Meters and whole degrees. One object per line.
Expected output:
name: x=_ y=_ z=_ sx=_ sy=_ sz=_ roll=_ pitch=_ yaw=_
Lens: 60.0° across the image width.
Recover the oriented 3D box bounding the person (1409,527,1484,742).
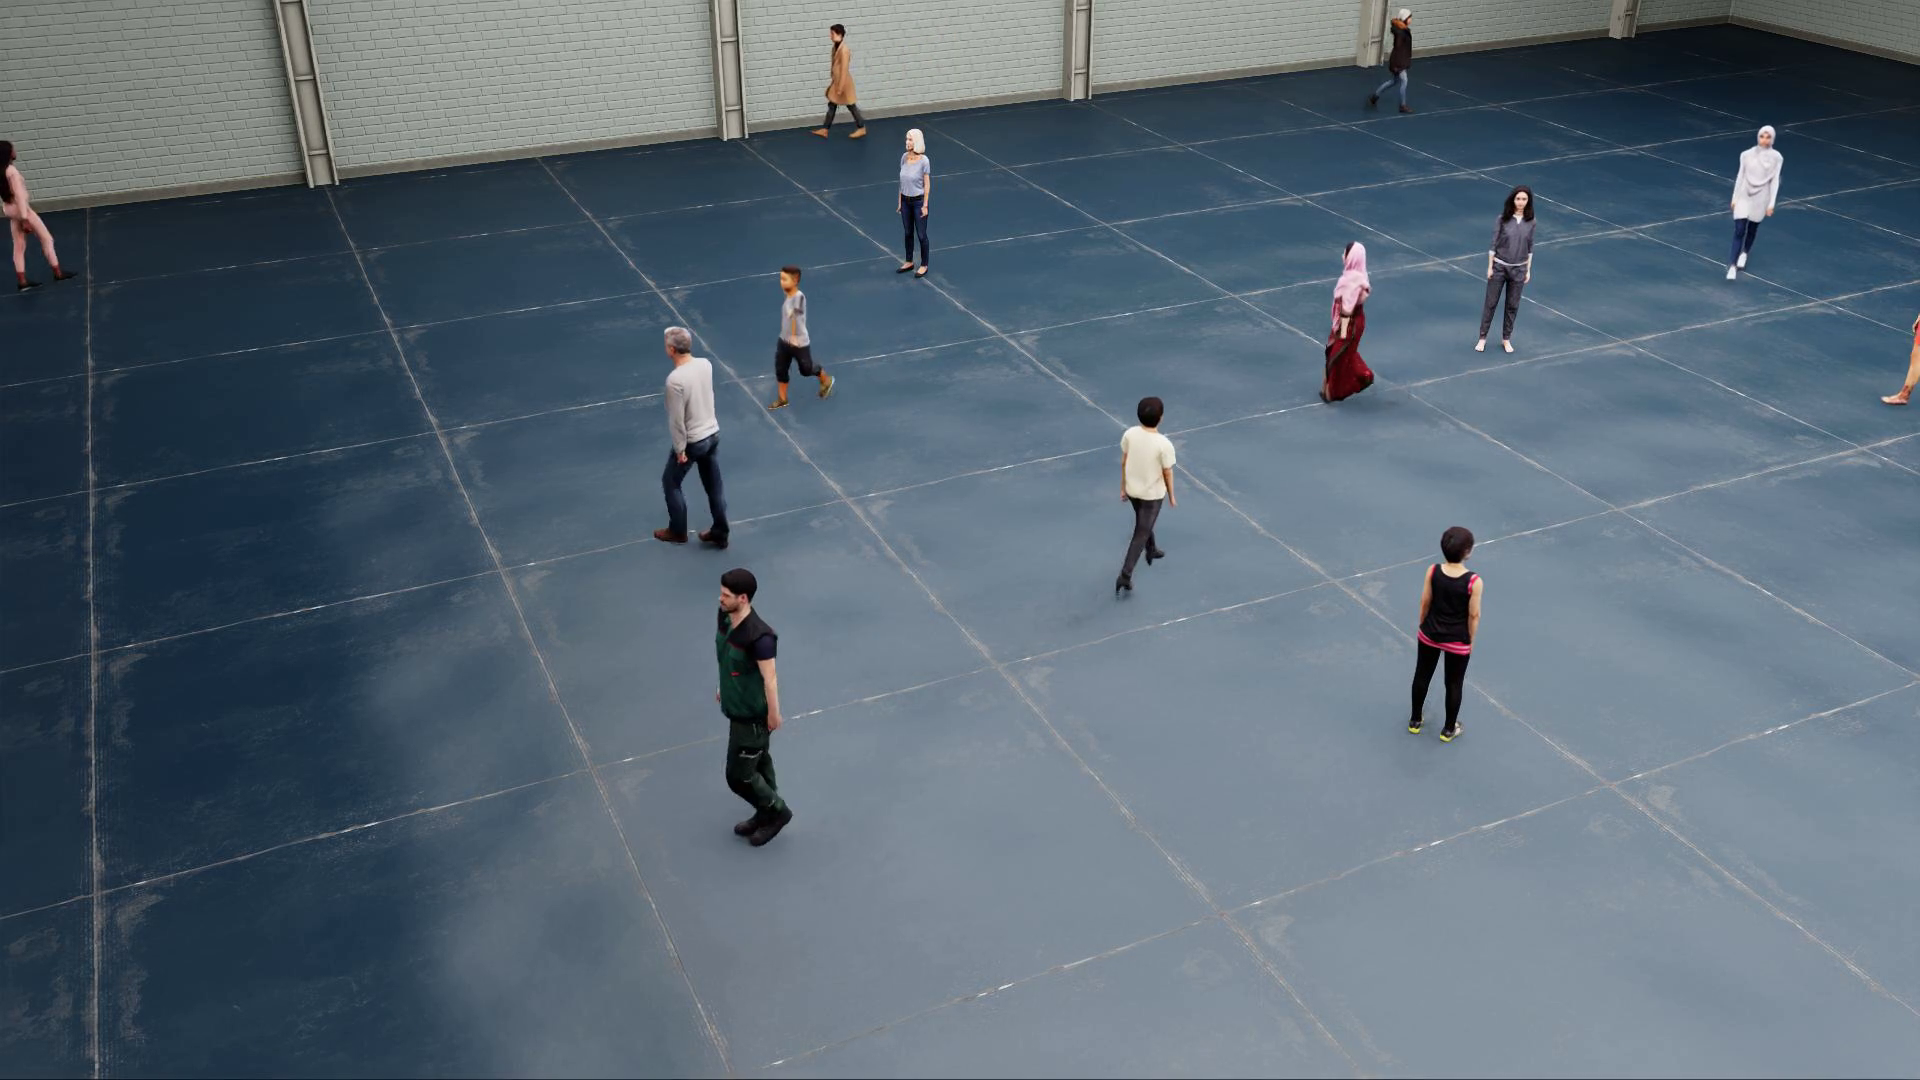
person: x=3.243 y=0.619 z=11.096 sx=0.619 sy=1.550 sz=0.647 roll=17 pitch=32 yaw=29

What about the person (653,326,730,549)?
person: x=-2.059 y=-0.786 z=13.382 sx=1.040 sy=1.882 sz=0.998 roll=17 pitch=32 yaw=28

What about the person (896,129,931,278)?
person: x=-0.532 y=-3.968 z=19.527 sx=0.662 sy=1.722 sz=0.655 roll=20 pitch=34 yaw=33

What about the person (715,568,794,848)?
person: x=-1.190 y=0.981 z=10.056 sx=0.646 sy=1.889 sz=0.675 roll=-14 pitch=31 yaw=-25

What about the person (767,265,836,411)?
person: x=-1.554 y=-2.024 z=16.184 sx=1.048 sy=1.433 sz=0.762 roll=-23 pitch=36 yaw=-37

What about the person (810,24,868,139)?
person: x=-1.689 y=-6.863 z=25.005 sx=1.091 sy=1.683 sz=0.687 roll=-13 pitch=31 yaw=-23

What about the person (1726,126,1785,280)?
person: x=9.314 y=-3.969 z=19.517 sx=1.063 sy=1.734 sz=1.210 roll=15 pitch=31 yaw=26

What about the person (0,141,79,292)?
person: x=-10.815 y=-3.671 z=18.995 sx=0.890 sy=1.697 sz=1.023 roll=21 pitch=34 yaw=34

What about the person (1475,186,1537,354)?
person: x=5.723 y=-2.836 z=17.356 sx=0.626 sy=1.765 sz=0.733 roll=4 pitch=28 yaw=7

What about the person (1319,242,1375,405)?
person: x=3.839 y=-2.097 z=16.105 sx=0.932 sy=1.636 sz=0.870 roll=12 pitch=30 yaw=21

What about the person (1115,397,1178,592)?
person: x=1.395 y=-0.313 z=12.853 sx=0.868 sy=1.544 sz=1.094 roll=22 pitch=35 yaw=35

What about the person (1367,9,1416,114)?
person: x=6.944 y=-7.641 z=26.539 sx=1.082 sy=1.615 sz=0.959 roll=6 pitch=29 yaw=12
